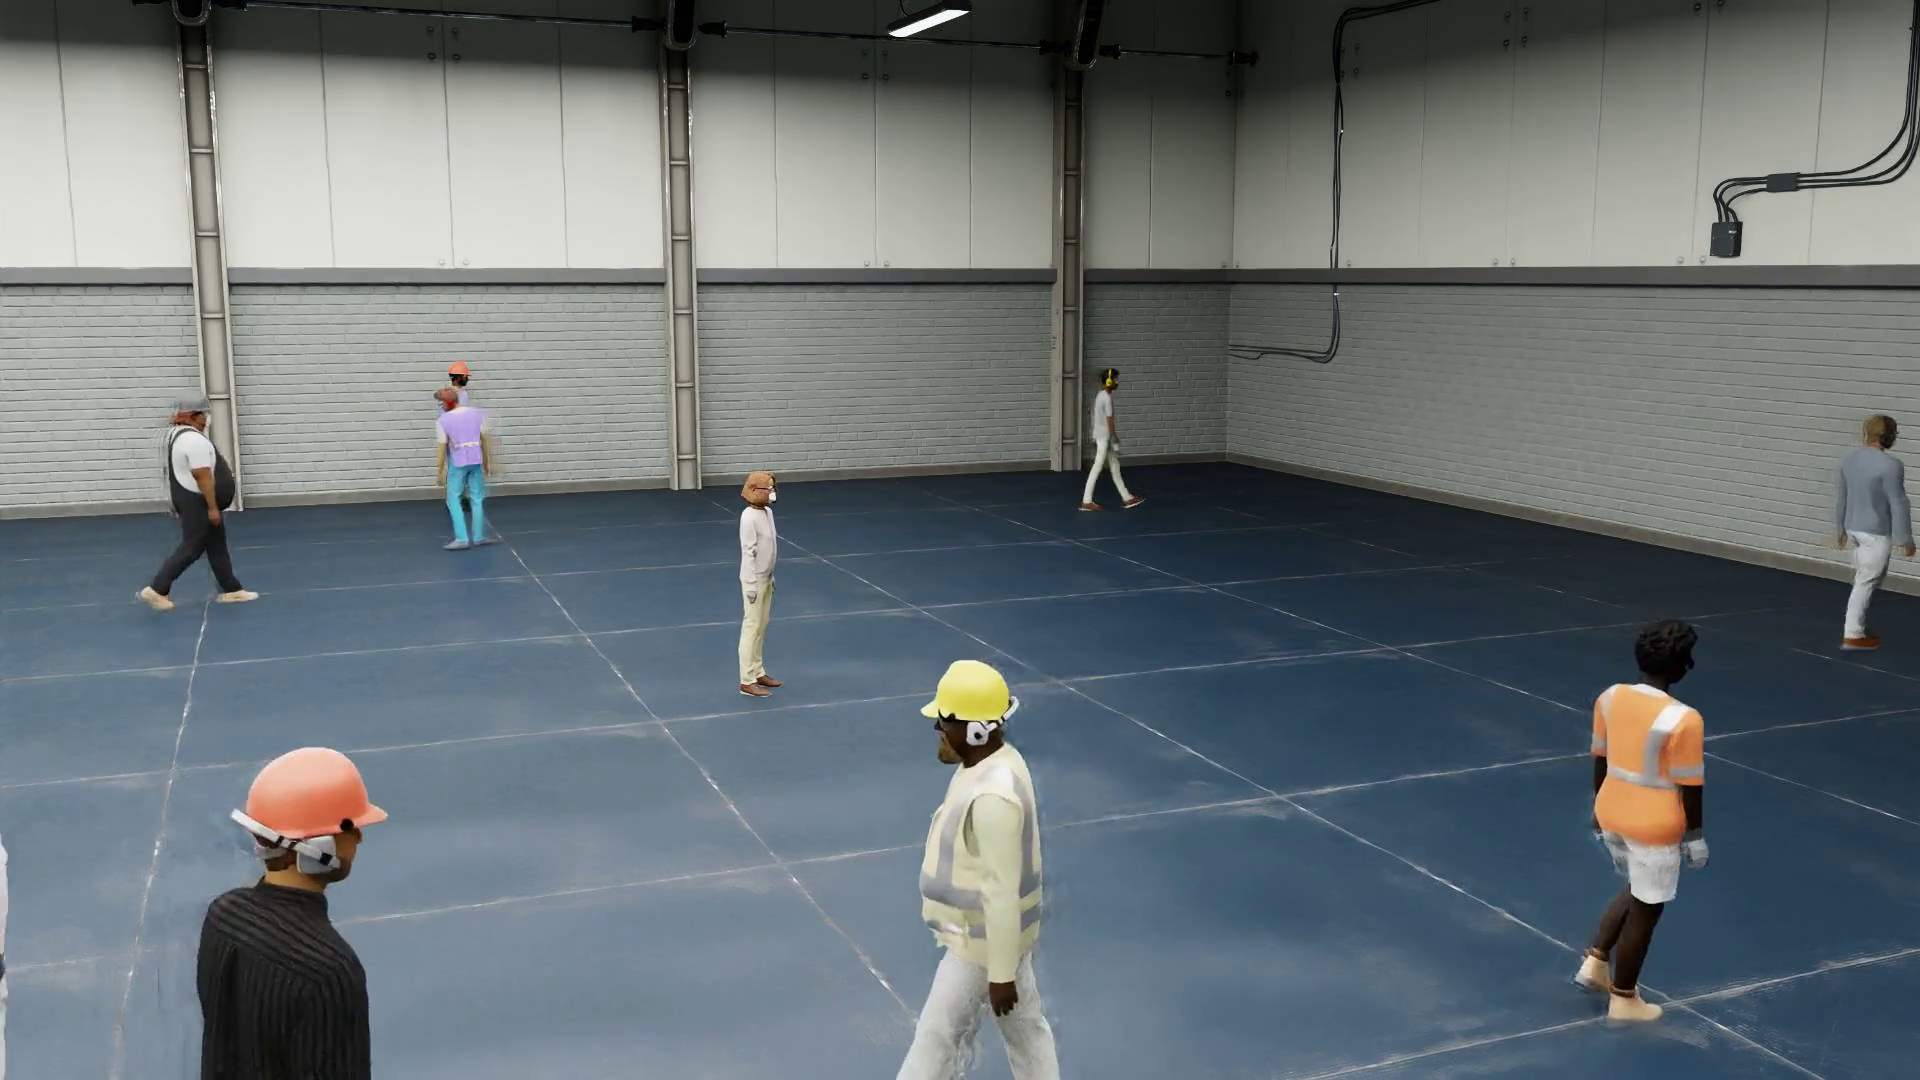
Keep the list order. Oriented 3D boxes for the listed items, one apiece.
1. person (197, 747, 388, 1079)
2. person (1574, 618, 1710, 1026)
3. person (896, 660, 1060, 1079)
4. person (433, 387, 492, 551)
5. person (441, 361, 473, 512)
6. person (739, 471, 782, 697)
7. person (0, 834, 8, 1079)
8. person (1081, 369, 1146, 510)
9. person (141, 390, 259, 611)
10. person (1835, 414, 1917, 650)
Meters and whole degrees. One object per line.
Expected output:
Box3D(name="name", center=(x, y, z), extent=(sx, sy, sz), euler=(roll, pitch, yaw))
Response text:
Box3D(name="person", center=(-1.460, 1.434, 3.922), extent=(0.635, 1.961, 0.811), euler=(7, 11, 36))
Box3D(name="person", center=(2.763, 1.143, 6.669), extent=(0.368, 1.683, 0.534), euler=(-2, 9, -15))
Box3D(name="person", center=(-0.028, 1.273, 5.500), extent=(0.897, 1.786, 0.621), euler=(0, 9, 3))
Box3D(name="person", center=(-5.479, -0.795, 18.467), extent=(0.392, 1.806, 0.685), euler=(8, 12, 40))
Box3D(name="person", center=(-6.429, -1.327, 21.378), extent=(0.549, 1.934, 0.374), euler=(8, 12, 42))
Box3D(name="person", center=(-1.453, 0.305, 12.073), extent=(0.269, 1.632, 0.504), euler=(2, 9, 11))
Box3D(name="person", center=(-3.373, 1.254, 5.320), extent=(0.644, 1.887, 0.765), euler=(0, 9, 1))
Box3D(name="person", center=(1.989, -1.278, 21.395), extent=(0.919, 1.826, 0.566), euler=(0, 9, -1))
Box3D(name="person", center=(-6.991, -0.385, 15.134), extent=(0.967, 2.000, 0.684), euler=(-6, 11, -33))
Box3D(name="person", center=(7.433, -0.053, 13.422), extent=(0.552, 1.923, 0.640), euler=(0, 9, -2))
